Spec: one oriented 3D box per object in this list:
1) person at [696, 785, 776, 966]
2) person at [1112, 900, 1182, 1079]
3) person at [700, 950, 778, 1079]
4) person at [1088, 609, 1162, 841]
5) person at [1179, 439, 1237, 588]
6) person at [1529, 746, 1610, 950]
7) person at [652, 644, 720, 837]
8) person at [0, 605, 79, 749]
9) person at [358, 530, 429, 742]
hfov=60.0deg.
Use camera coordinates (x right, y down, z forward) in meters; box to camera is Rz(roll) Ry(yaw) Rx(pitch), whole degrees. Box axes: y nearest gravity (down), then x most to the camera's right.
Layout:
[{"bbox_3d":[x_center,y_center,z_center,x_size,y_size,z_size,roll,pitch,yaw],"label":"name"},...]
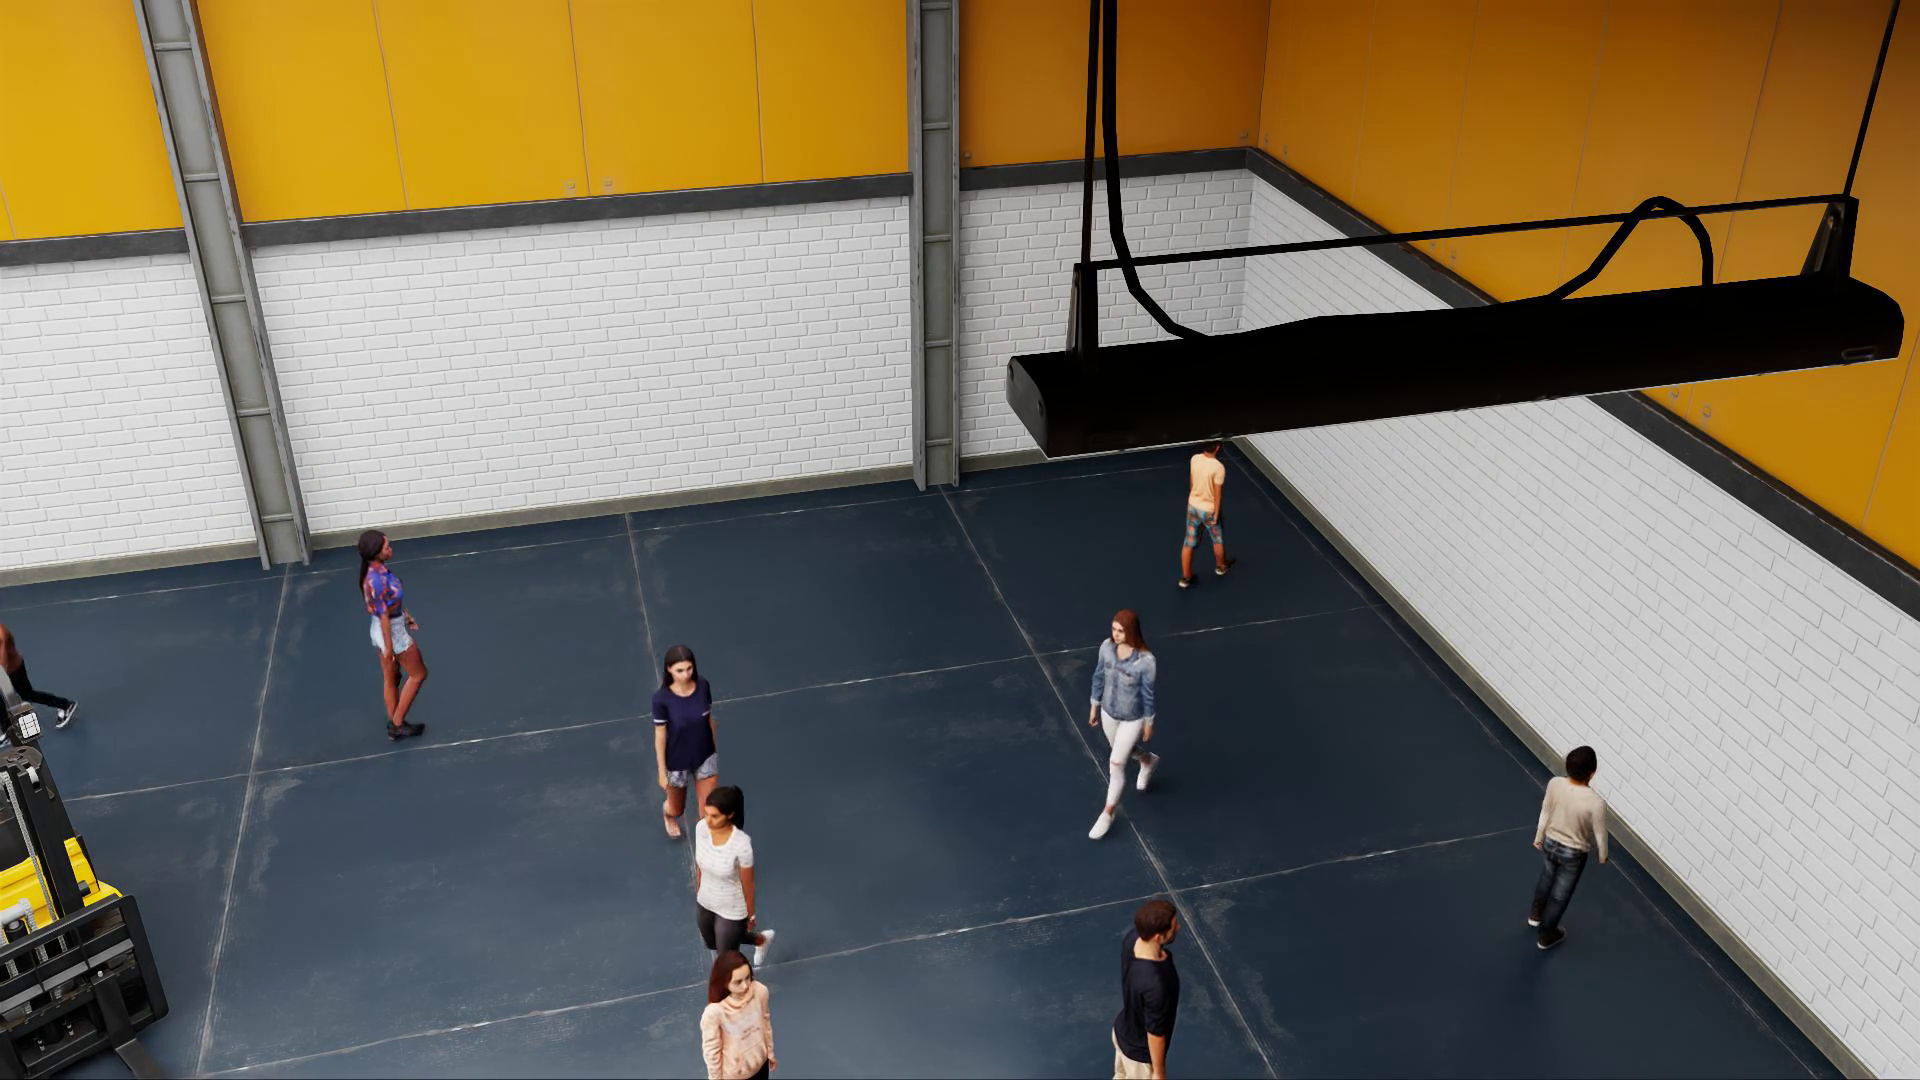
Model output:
[{"bbox_3d":[-1.318,2.081,9.721,0.869,1.627,0.983,21,35,33],"label":"person"},{"bbox_3d":[0.921,2.579,8.573,0.541,1.851,0.638,-6,29,-10],"label":"person"},{"bbox_3d":[-1.140,2.735,8.671,0.597,1.484,0.703,-25,37,-37],"label":"person"},{"bbox_3d":[1.172,1.169,11.349,1.020,1.669,1.190,24,37,37],"label":"person"},{"bbox_3d":[2.039,-0.244,14.181,0.817,1.437,0.927,20,34,32],"label":"person"},{"bbox_3d":[3.680,1.920,10.198,0.685,1.453,0.650,-21,35,-33],"label":"person"},{"bbox_3d":[-1.795,1.419,10.819,1.059,1.737,0.824,-15,32,-26],"label":"person"},{"bbox_3d":[-6.936,0.932,12.238,0.828,1.233,0.949,20,34,32],"label":"person"},{"bbox_3d":[-4.237,0.722,12.101,0.686,1.733,0.658,-14,32,-24],"label":"person"}]
